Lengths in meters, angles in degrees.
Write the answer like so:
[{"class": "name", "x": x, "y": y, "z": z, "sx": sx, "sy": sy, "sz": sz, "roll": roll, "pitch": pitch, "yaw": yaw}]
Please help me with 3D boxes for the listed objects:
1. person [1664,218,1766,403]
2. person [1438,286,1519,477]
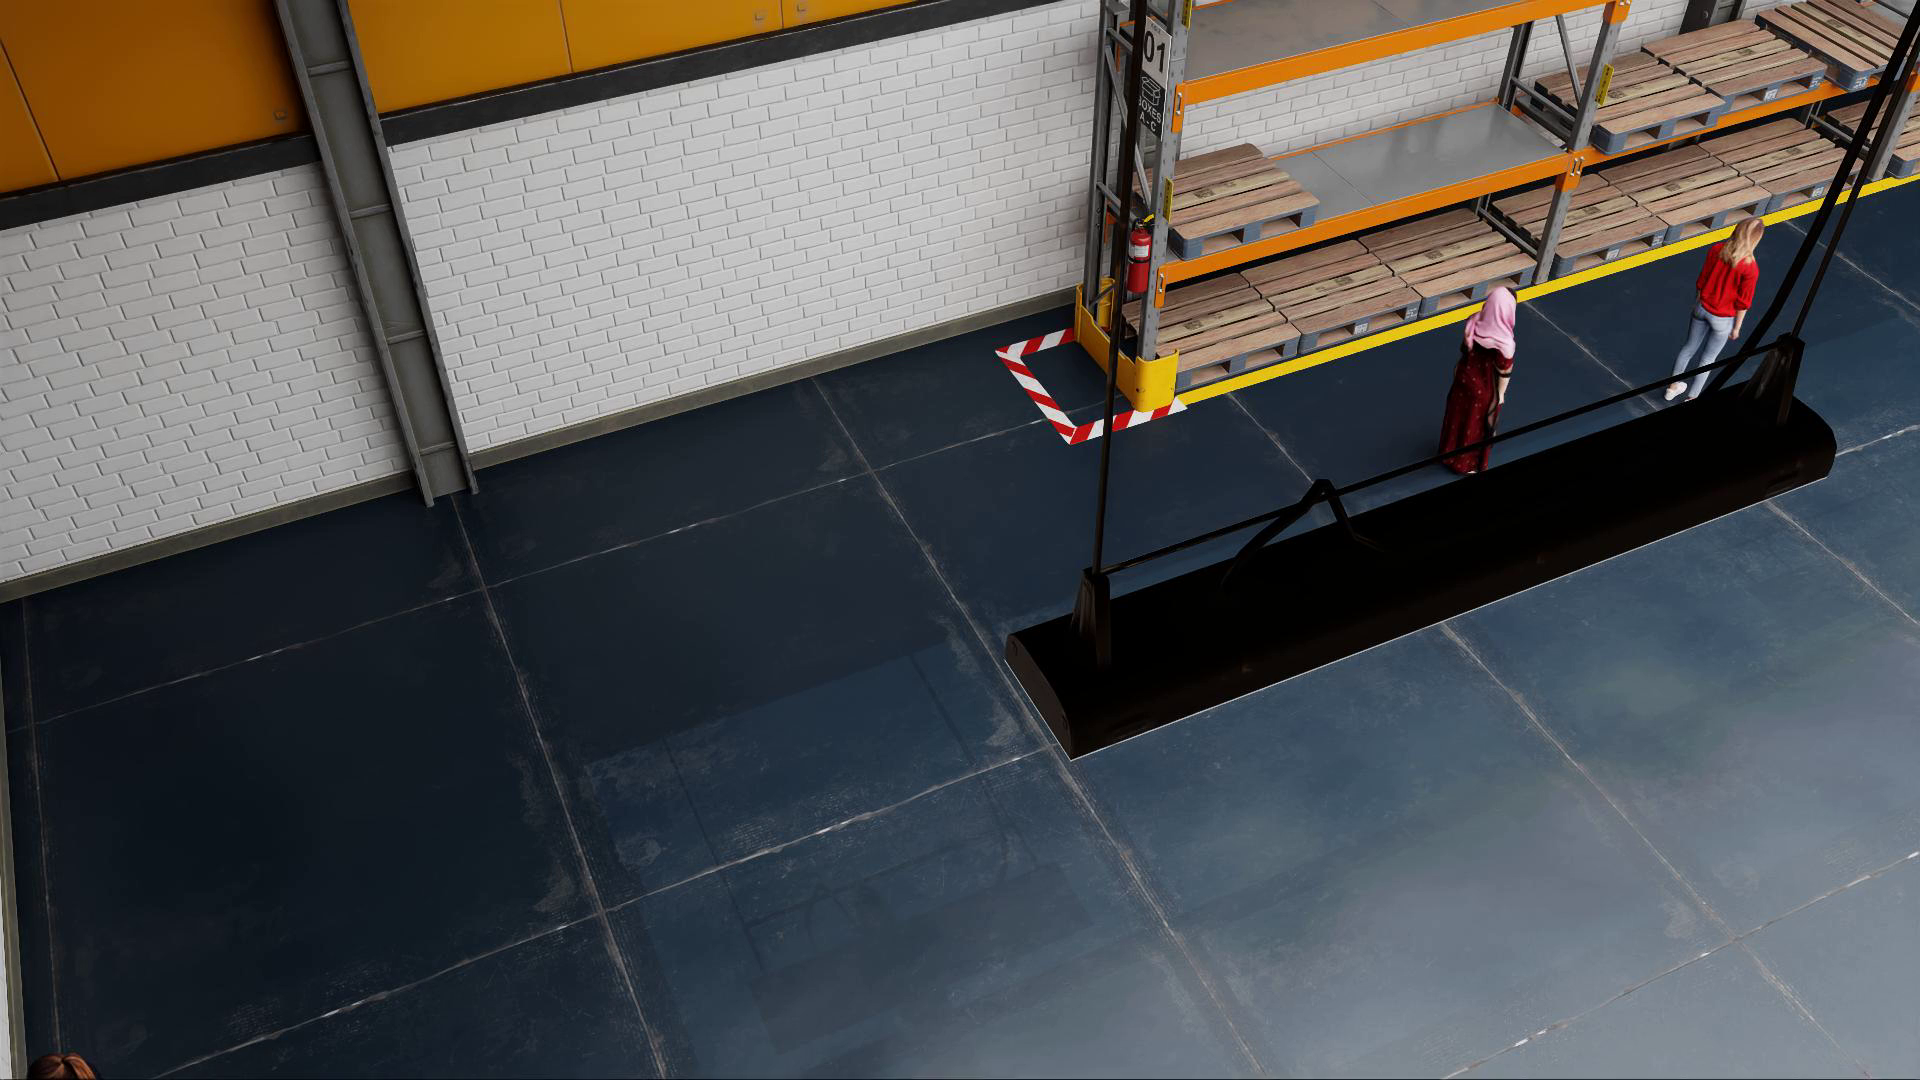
[{"class": "person", "x": 5.830, "y": -1.748, "z": 12.841, "sx": 0.526, "sy": 1.703, "sz": 0.638, "roll": -22, "pitch": 48, "yaw": -21}, {"class": "person", "x": 3.844, "y": -1.179, "z": 12.290, "sx": 0.576, "sy": 1.639, "sz": 0.644, "roll": -19, "pitch": 47, "yaw": -19}]
